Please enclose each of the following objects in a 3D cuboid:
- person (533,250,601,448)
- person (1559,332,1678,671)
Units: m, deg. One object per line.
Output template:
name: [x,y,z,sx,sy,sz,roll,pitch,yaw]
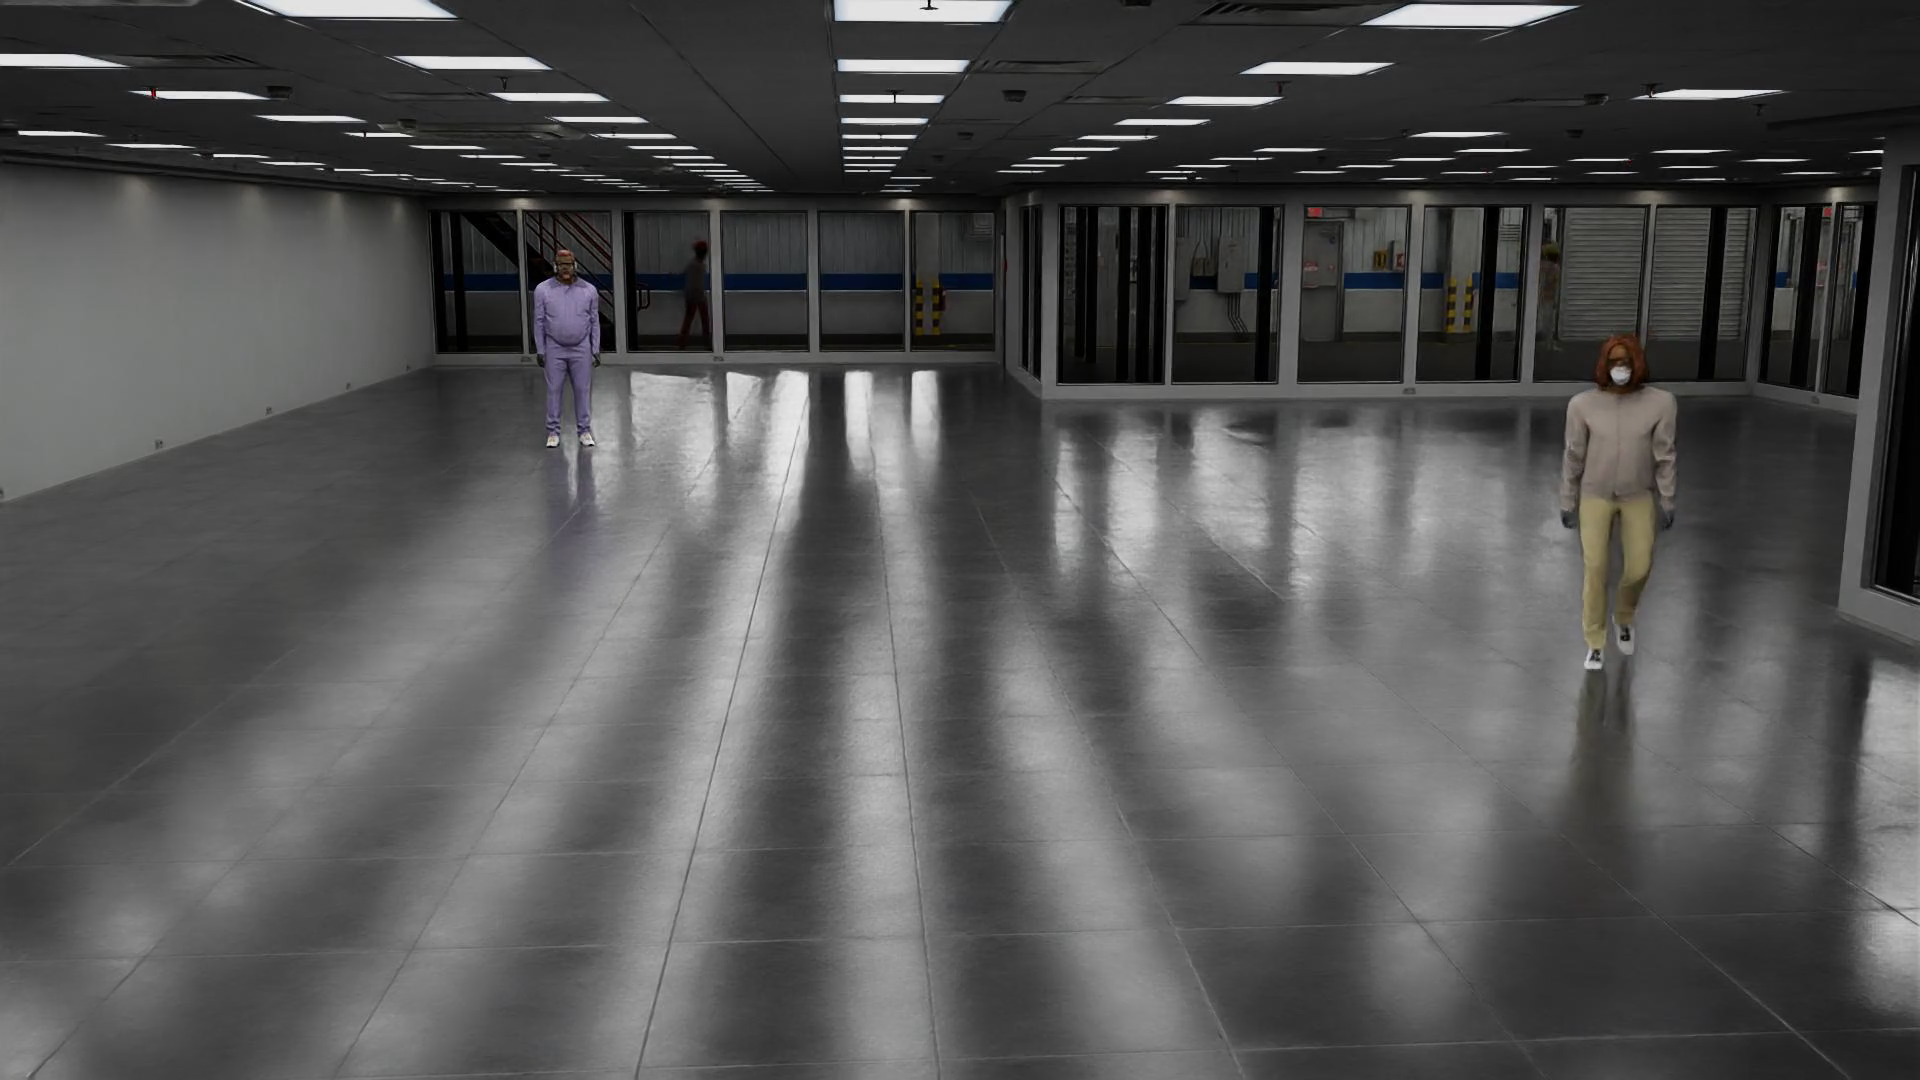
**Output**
person: [-3.812,-1.855,16.184,0.639,1.910,0.407,-3,11,-18]
person: [3.122,-0.177,7.916,0.525,1.618,0.369,4,11,20]
